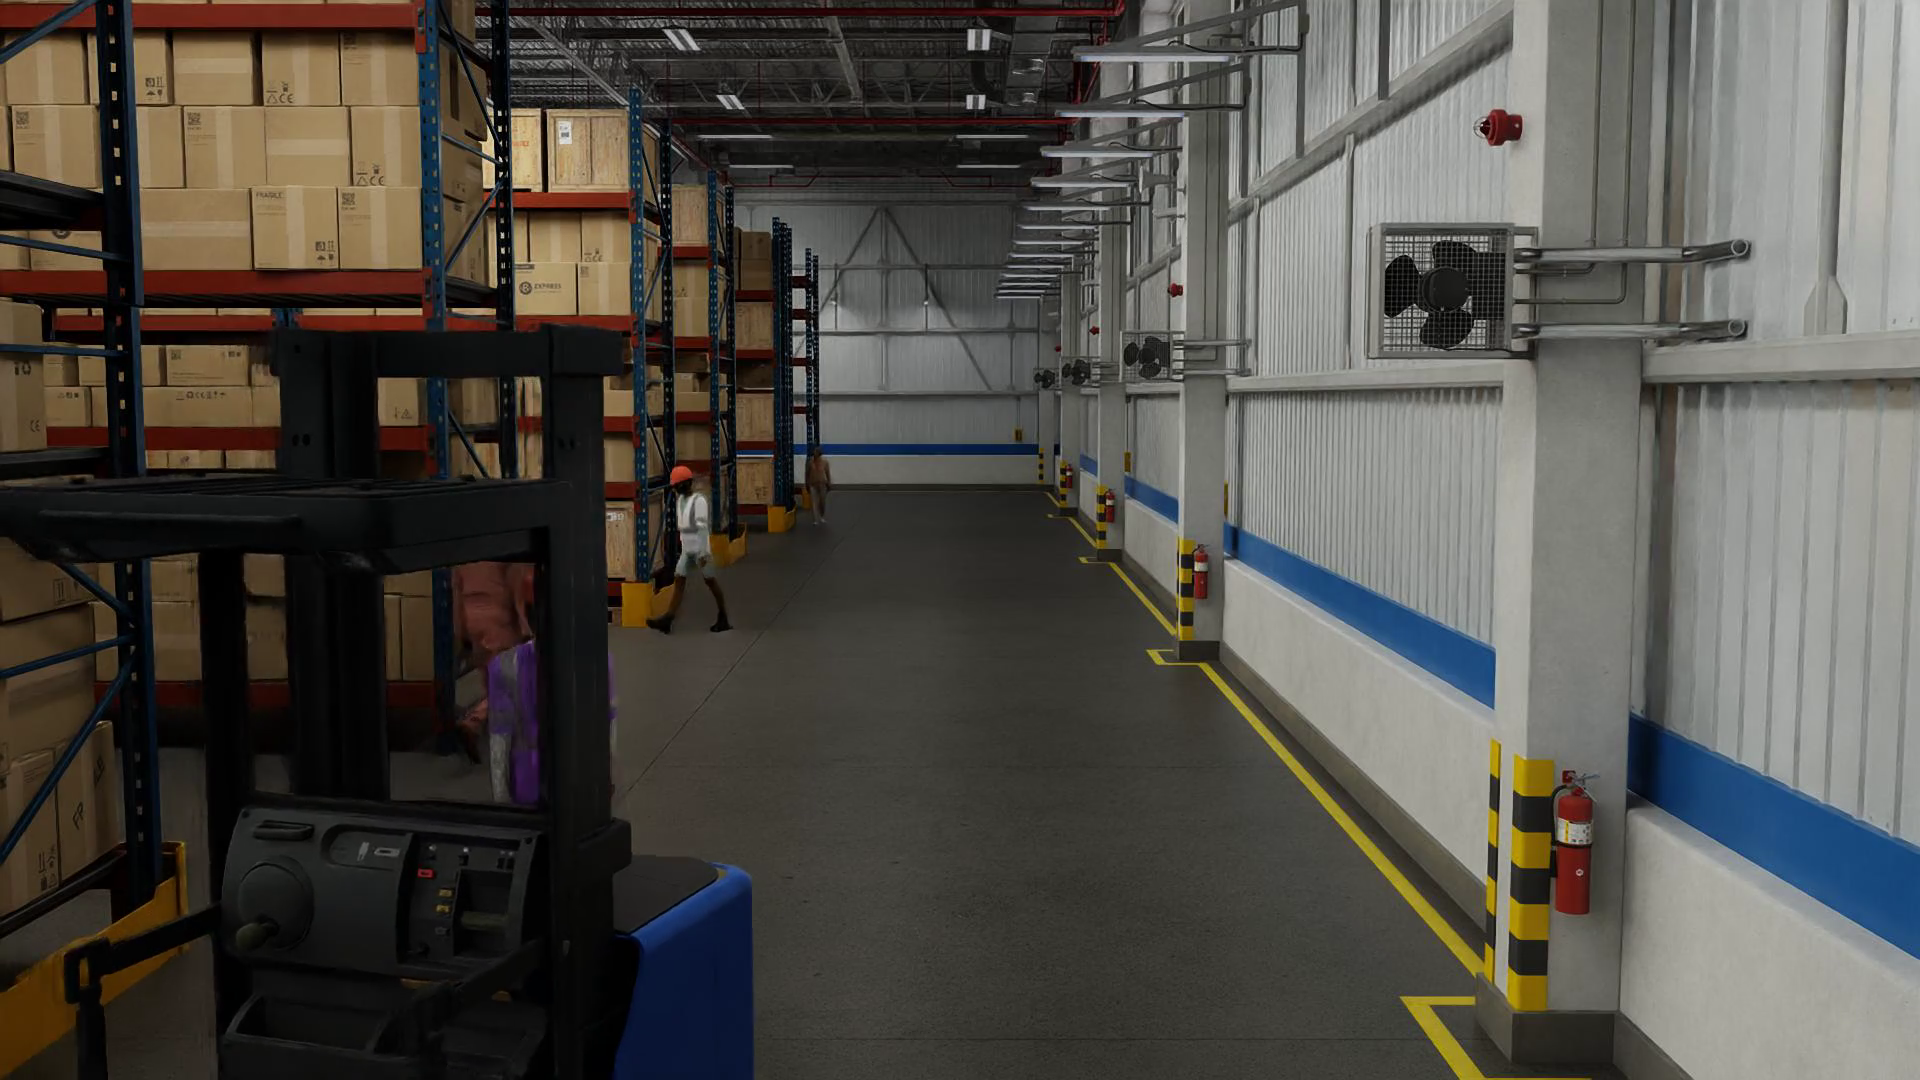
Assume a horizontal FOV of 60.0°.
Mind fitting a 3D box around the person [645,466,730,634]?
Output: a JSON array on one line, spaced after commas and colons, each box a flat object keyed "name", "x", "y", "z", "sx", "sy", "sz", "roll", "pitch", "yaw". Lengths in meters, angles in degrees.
[{"name": "person", "x": -2.979, "y": 0.113, "z": 18.387, "sx": 1.036, "sy": 1.859, "sz": 0.640, "roll": -5, "pitch": 7, "yaw": -43}]

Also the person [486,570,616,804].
[{"name": "person", "x": -1.803, "y": 1.059, "z": 7.370, "sx": 0.547, "sy": 1.888, "sz": 1.042, "roll": -1, "pitch": 5, "yaw": -11}]

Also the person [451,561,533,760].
[{"name": "person", "x": -3.386, "y": 0.668, "z": 11.921, "sx": 0.712, "sy": 1.869, "sz": 0.686, "roll": 3, "pitch": 6, "yaw": 30}]

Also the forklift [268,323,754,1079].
[{"name": "forklift", "x": -1.419, "y": 0.789, "z": 4.725, "sx": 1.129, "sy": 2.768, "sz": 1.873, "roll": 2, "pitch": 5, "yaw": 18}]

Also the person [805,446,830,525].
[{"name": "person", "x": -2.921, "y": -1.116, "z": 34.094, "sx": 0.527, "sy": 1.627, "sz": 0.498, "roll": 0, "pitch": 5, "yaw": -3}]
